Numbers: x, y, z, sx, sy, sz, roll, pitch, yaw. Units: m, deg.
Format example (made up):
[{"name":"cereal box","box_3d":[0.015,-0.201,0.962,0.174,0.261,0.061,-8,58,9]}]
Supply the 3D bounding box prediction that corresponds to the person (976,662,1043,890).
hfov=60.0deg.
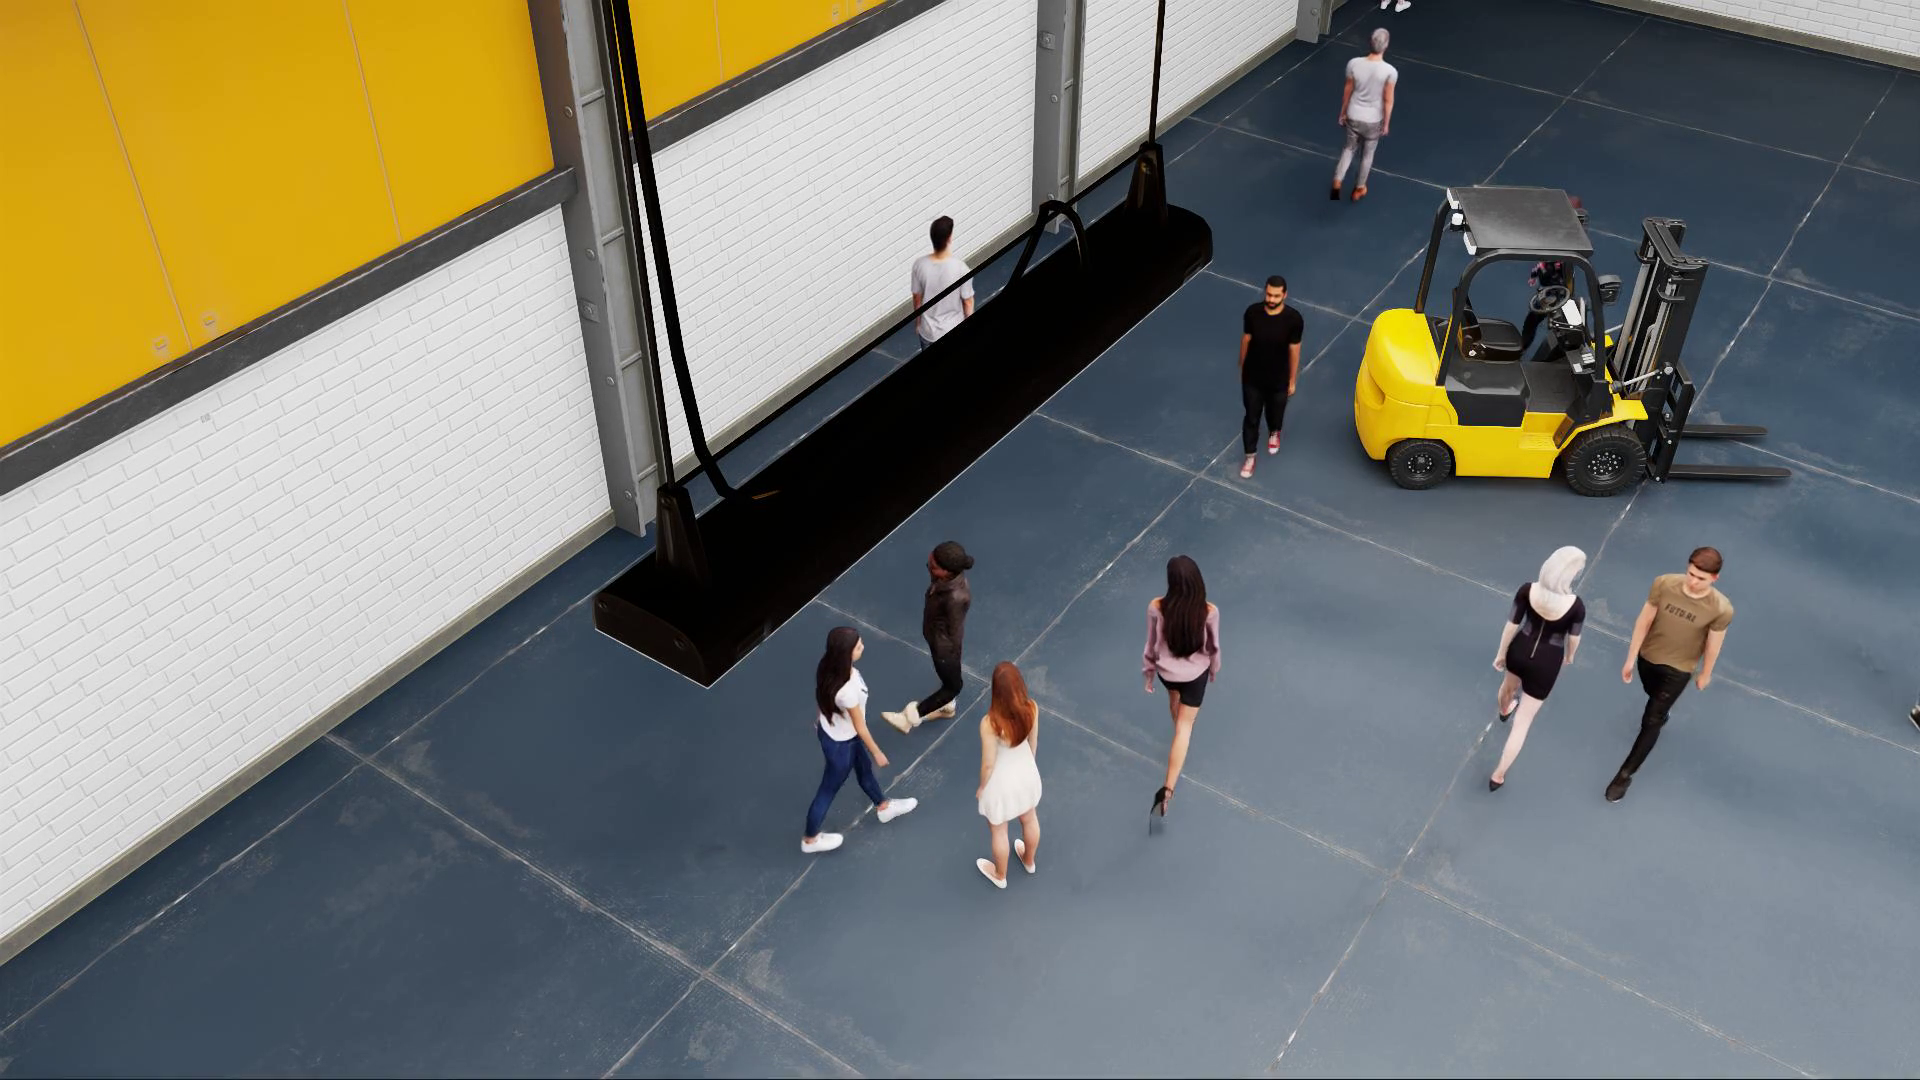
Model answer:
[{"name":"person","box_3d":[0.293,1.389,9.784,0.601,1.708,0.701,-20,43,-23]}]

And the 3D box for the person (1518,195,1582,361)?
[{"name":"person","box_3d":[5.182,-2.188,14.315,1.076,1.644,1.071,-2,39,-2]}]

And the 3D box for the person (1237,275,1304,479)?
[{"name":"person","box_3d":[2.451,-1.340,13.166,0.745,1.752,0.883,13,40,16]}]

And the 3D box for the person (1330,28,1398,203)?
[{"name":"person","box_3d":[4.036,-4.190,16.687,0.690,1.812,0.888,22,44,25]}]

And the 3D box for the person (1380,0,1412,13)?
[{"name":"person","box_3d":[5.582,-7.568,20.965,0.564,1.751,0.549,24,44,27]}]

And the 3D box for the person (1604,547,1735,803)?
[{"name":"person","box_3d":[4.516,0.720,10.542,1.262,1.808,0.827,-32,48,-33]}]

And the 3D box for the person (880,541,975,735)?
[{"name":"person","box_3d":[-0.205,0.664,10.737,0.975,1.652,0.914,-17,42,-20]}]

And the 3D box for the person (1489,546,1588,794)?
[{"name":"person","box_3d":[3.555,0.847,10.401,0.580,1.785,1.106,22,44,25]}]

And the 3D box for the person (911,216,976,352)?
[{"name":"person","box_3d":[-0.139,-1.765,13.590,0.748,1.887,0.712,8,39,10]}]

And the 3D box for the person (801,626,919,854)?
[{"name":"person","box_3d":[-0.813,1.237,9.950,1.111,1.738,1.000,-10,40,-13]}]

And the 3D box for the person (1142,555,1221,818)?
[{"name":"person","box_3d":[1.357,0.927,10.314,0.883,1.768,1.200,13,40,16]}]
